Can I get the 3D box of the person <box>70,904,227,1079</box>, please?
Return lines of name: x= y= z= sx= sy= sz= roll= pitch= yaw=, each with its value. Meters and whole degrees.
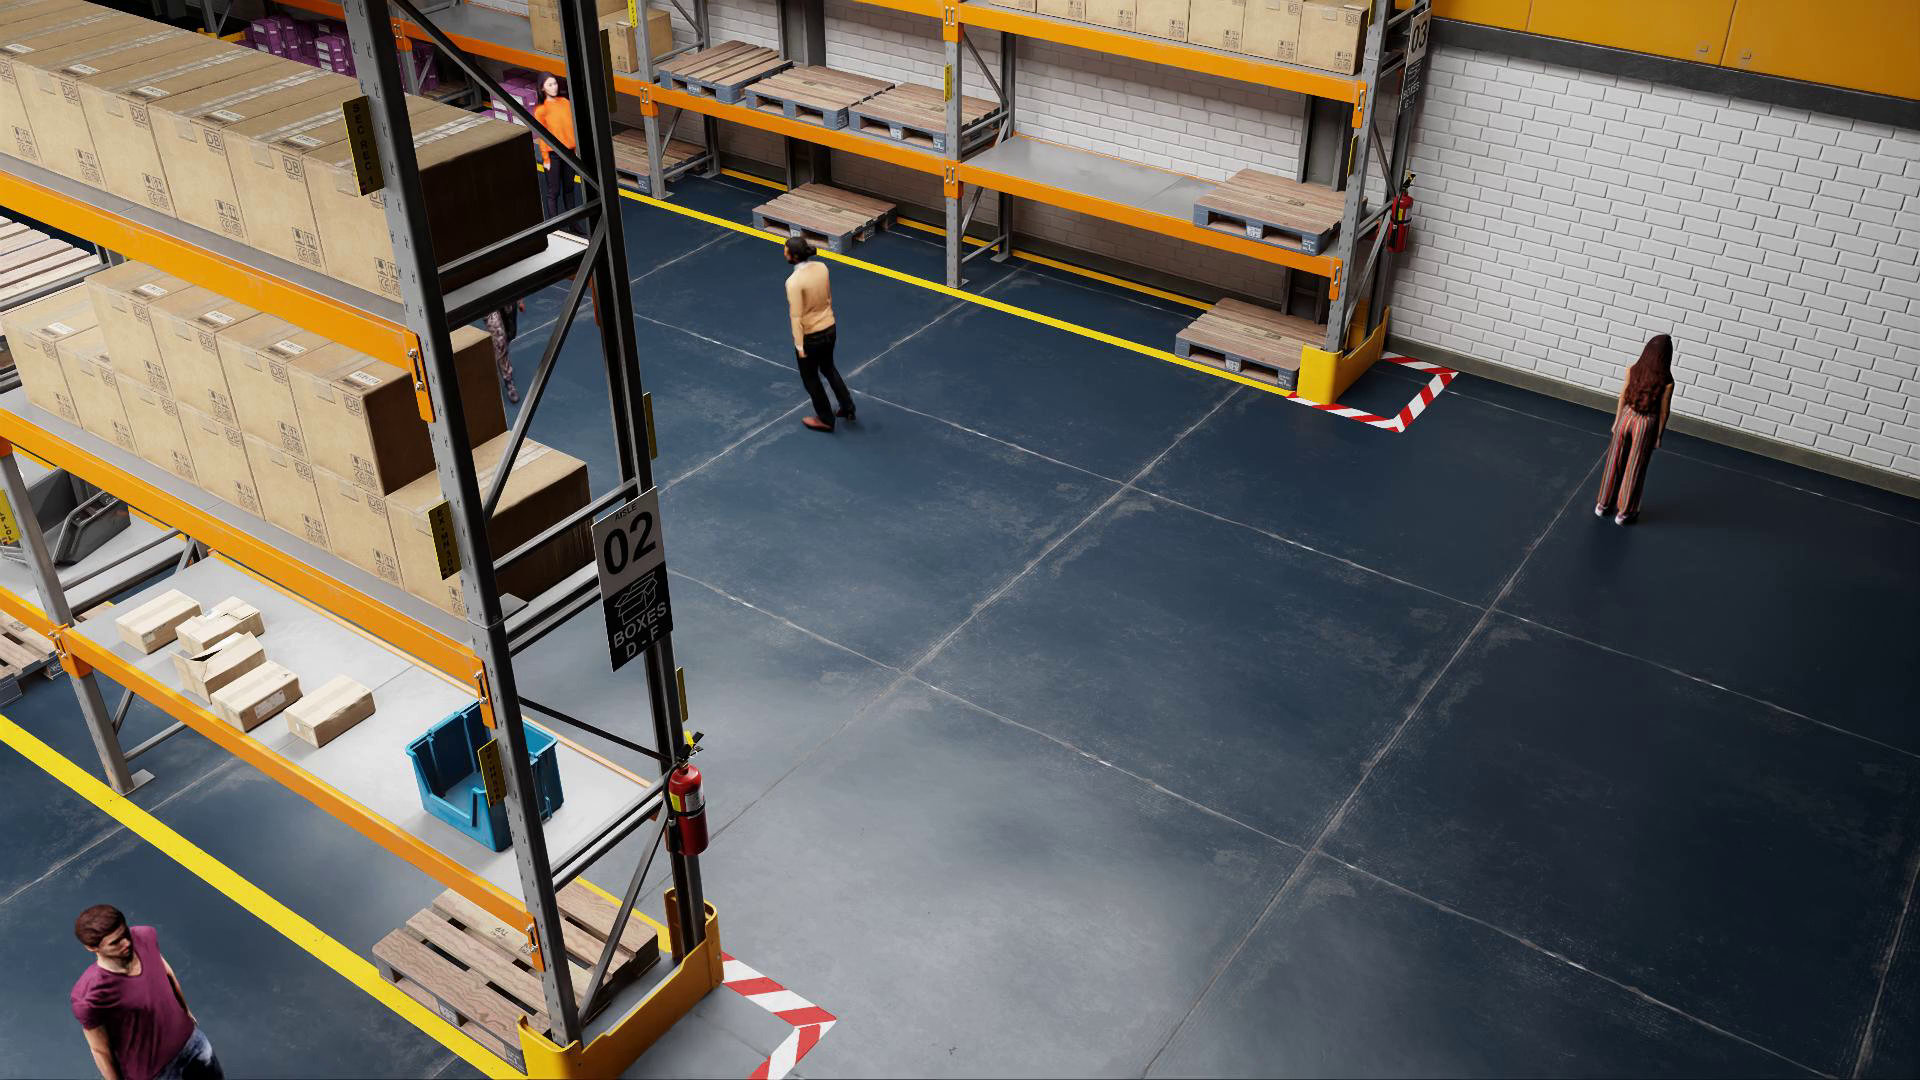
person: x=-3.728 y=2.309 z=7.592 sx=1.037 sy=1.835 sz=0.874 roll=8 pitch=34 yaw=11

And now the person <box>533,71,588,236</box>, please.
person: x=-4.132 y=-3.948 z=17.083 sx=0.538 sy=1.749 sz=0.609 roll=22 pitch=39 yaw=29

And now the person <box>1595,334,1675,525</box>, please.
person: x=5.132 y=-0.858 z=12.605 sx=0.482 sy=1.561 sz=0.615 roll=26 pitch=42 yaw=34

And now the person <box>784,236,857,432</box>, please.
person: x=-1.149 y=-1.656 z=13.662 sx=0.675 sy=1.720 sz=0.640 roll=27 pitch=42 yaw=34
